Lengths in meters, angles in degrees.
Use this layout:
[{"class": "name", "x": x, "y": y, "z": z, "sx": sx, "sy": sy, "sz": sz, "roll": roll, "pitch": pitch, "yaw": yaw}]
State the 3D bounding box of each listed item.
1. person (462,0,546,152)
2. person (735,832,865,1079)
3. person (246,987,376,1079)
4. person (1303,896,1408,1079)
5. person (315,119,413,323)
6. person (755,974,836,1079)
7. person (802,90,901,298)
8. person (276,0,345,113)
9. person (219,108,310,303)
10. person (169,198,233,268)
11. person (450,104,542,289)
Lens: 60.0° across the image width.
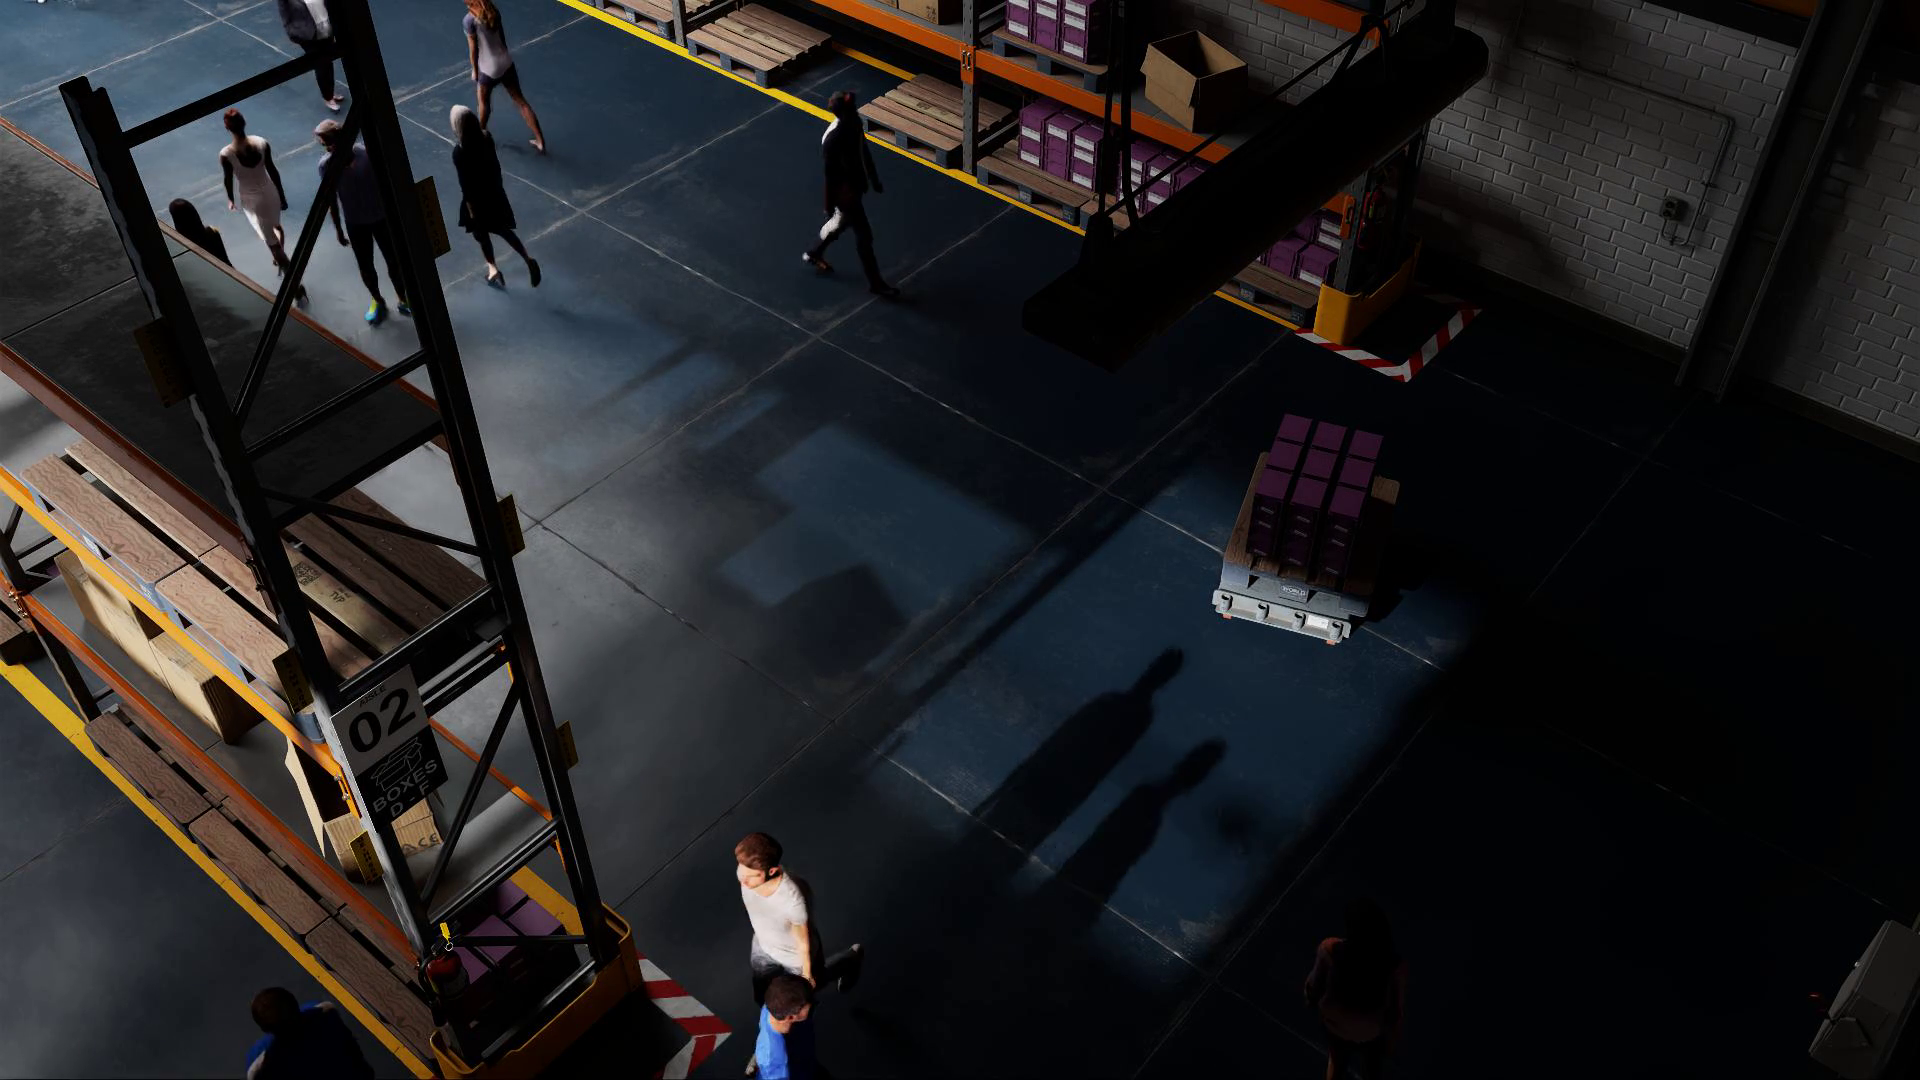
[{"class": "person", "x": -4.313, "y": -4.386, "z": 15.644, "sx": 1.122, "sy": 1.646, "sz": 0.695, "roll": 27, "pitch": 50, "yaw": 25}, {"class": "person", "x": -0.847, "y": 2.062, "z": 8.718, "sx": 1.122, "sy": 1.863, "sz": 0.797, "roll": 26, "pitch": 49, "yaw": 24}, {"class": "person", "x": -3.142, "y": 2.656, "z": 8.100, "sx": 0.870, "sy": 1.856, "sz": 0.709, "roll": 25, "pitch": 49, "yaw": 24}, {"class": "person", "x": 1.992, "y": 2.485, "z": 8.340, "sx": 0.728, "sy": 1.772, "sz": 0.874, "roll": 22, "pitch": 48, "yaw": 21}, {"class": "person", "x": -4.837, "y": -2.618, "z": 13.626, "sx": 0.791, "sy": 1.869, "sz": 0.761, "roll": -33, "pitch": 52, "yaw": -29}, {"class": "person", "x": -0.929, "y": 2.673, "z": 8.088, "sx": 0.923, "sy": 1.849, "sz": 0.828, "roll": 5, "pitch": 44, "yaw": 6}, {"class": "person", "x": -1.017, "y": -2.940, "z": 13.978, "sx": 1.290, "sy": 1.852, "sz": 0.978, "roll": 13, "pitch": 45, "yaw": 13}, {"class": "person", "x": -6.420, "y": -5.067, "z": 16.403, "sx": 0.707, "sy": 1.585, "sz": 0.698, "roll": 23, "pitch": 48, "yaw": 23}, {"class": "person", "x": -5.766, "y": -2.736, "z": 13.827, "sx": 0.688, "sy": 1.764, "sz": 0.989, "roll": -31, "pitch": 52, "yaw": -29}, {"class": "person", "x": -5.777, "y": -1.883, "z": 13.012, "sx": 1.116, "sy": 1.654, "sz": 0.602, "roll": 29, "pitch": 51, "yaw": 27}, {"class": "person", "x": -3.912, "y": -2.807, "z": 13.930, "sx": 0.962, "sy": 1.724, "sz": 0.625, "roll": 25, "pitch": 49, "yaw": 24}]
